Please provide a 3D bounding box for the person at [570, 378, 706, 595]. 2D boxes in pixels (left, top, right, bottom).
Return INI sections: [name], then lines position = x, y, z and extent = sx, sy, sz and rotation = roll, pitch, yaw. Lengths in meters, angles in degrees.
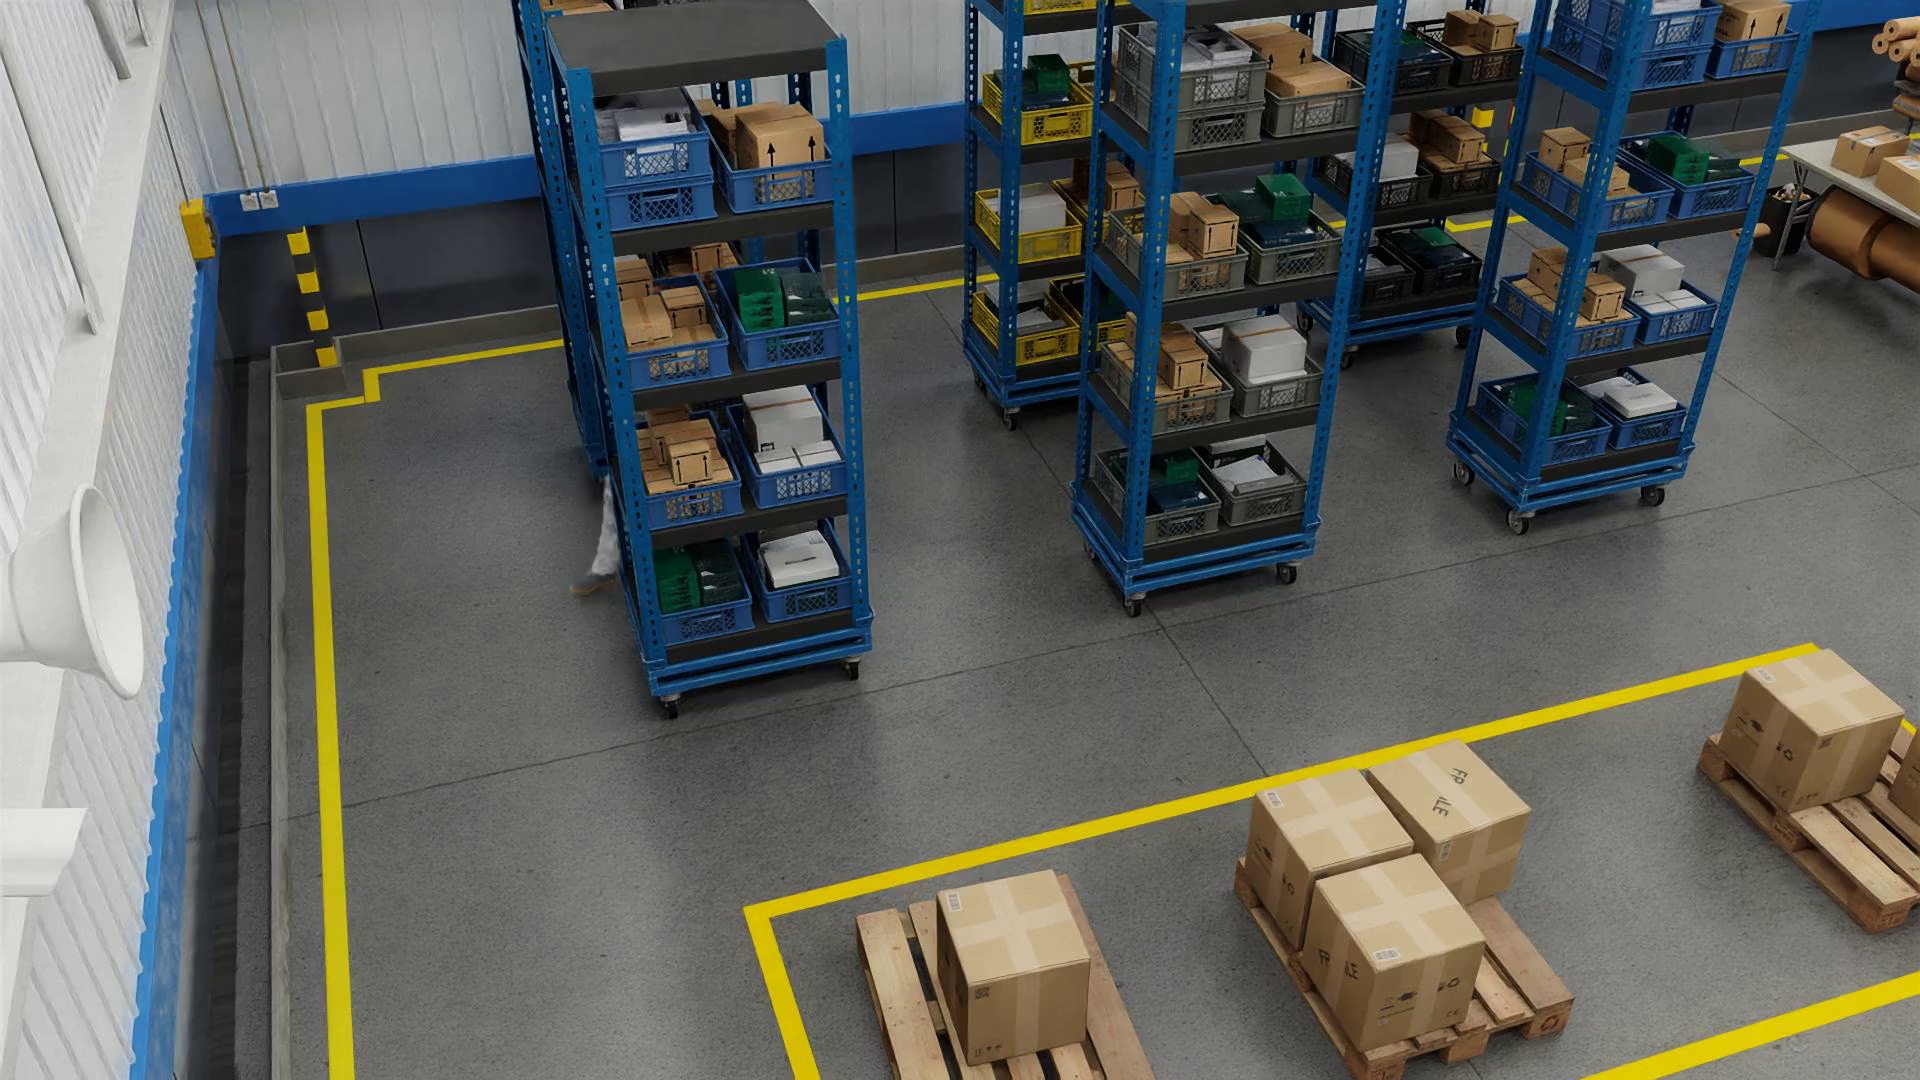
[person]
position = -1.836, -0.569, 9.508
extent = 0.988, 1.832, 0.583
rotation = -29, 44, -34
